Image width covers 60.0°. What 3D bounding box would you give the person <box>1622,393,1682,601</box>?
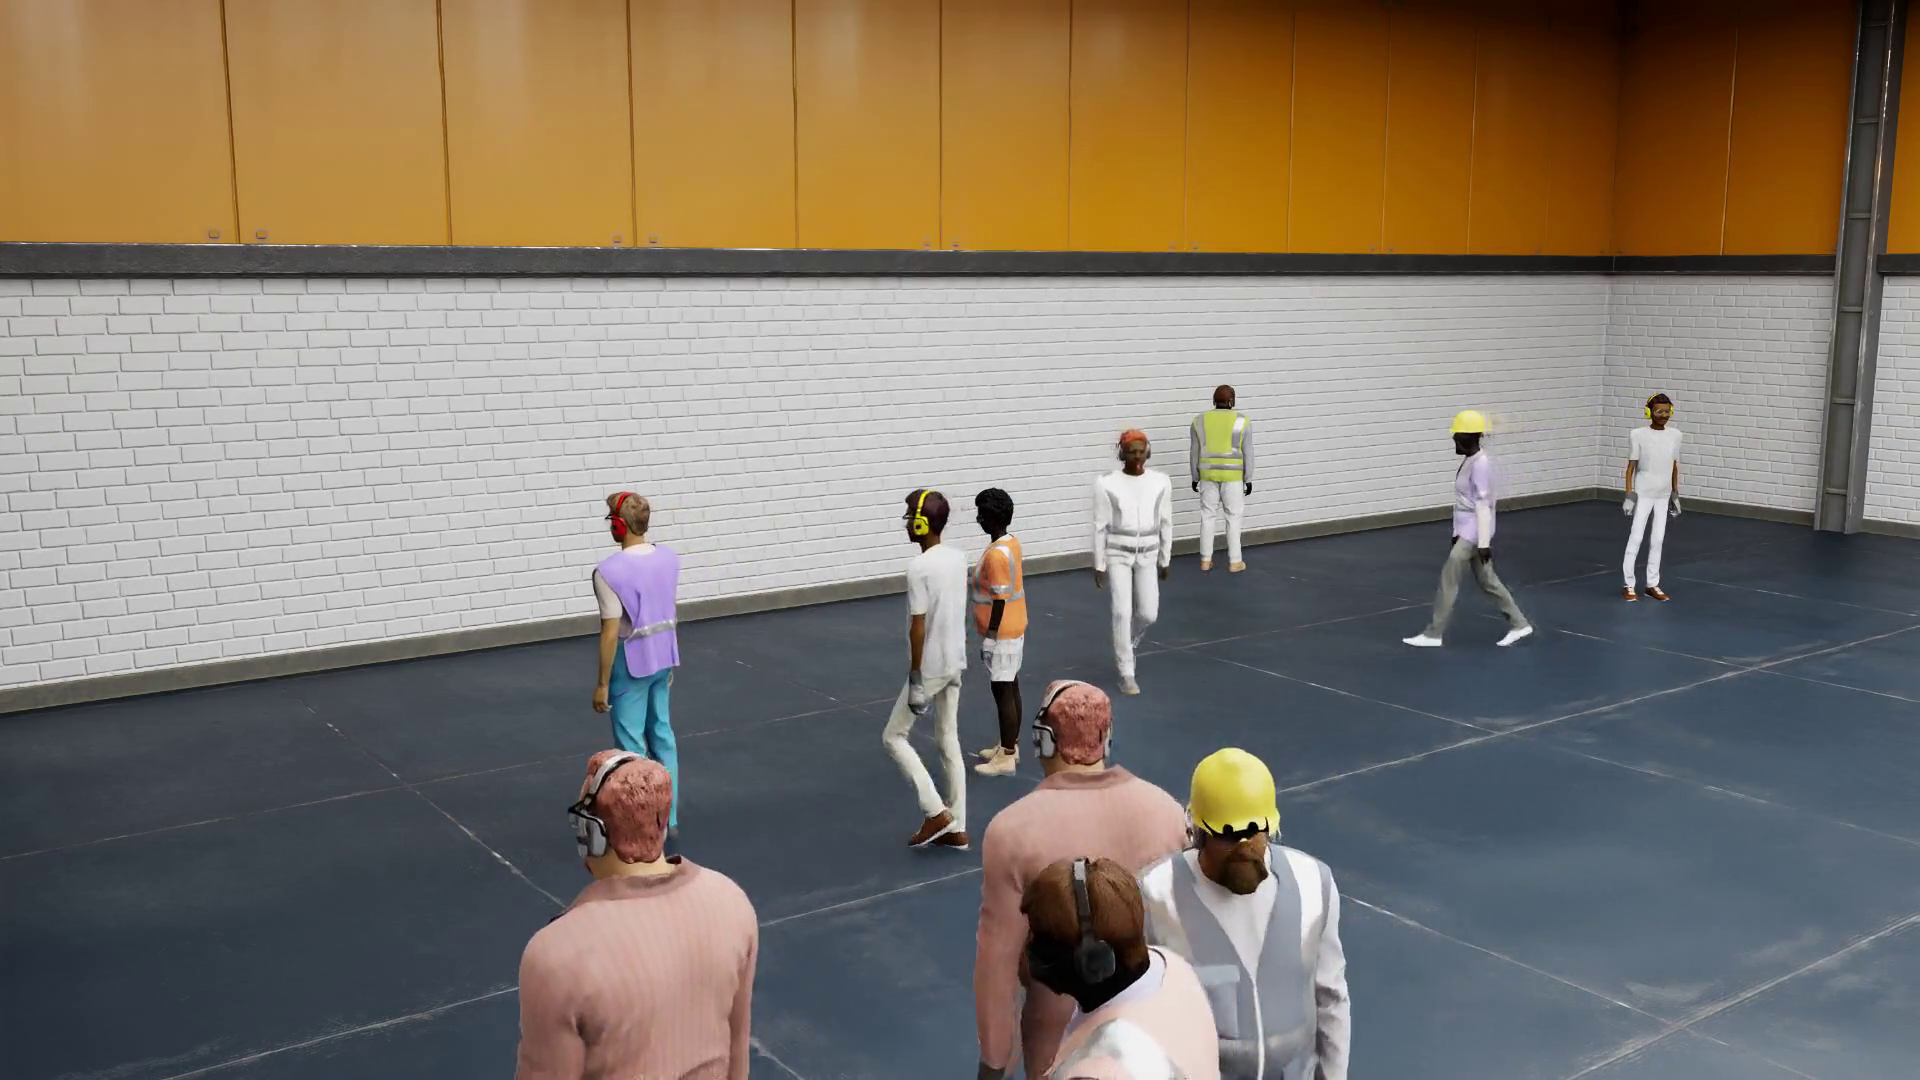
[{"bbox_3d":[6.191,-0.380,14.861,0.533,1.868,0.310,-1,9,-7],"label":"person"}]

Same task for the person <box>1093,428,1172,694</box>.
[{"bbox_3d":[1.196,0.127,11.750,0.586,1.869,0.581,-2,9,-10],"label":"person"}]

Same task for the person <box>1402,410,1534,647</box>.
[{"bbox_3d":[4.042,-0.079,12.979,0.980,1.885,0.603,2,9,13],"label":"person"}]

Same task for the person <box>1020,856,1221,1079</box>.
[{"bbox_3d":[0.267,1.514,3.395,0.849,1.796,0.656,2,10,15],"label":"person"}]

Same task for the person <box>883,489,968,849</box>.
[{"bbox_3d":[-0.141,0.668,8.432,0.442,1.858,0.499,7,11,36],"label":"person"}]

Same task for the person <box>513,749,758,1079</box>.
[{"bbox_3d":[-0.709,1.408,3.765,0.549,1.886,0.661,7,12,37],"label":"person"}]

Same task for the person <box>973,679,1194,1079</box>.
[{"bbox_3d":[0.389,1.325,4.474,0.664,1.844,1.026,-5,10,-27],"label":"person"}]

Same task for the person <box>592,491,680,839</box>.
[{"bbox_3d":[-1.623,0.670,8.454,0.377,1.842,0.569,5,11,29],"label":"person"}]

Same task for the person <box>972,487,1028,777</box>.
[{"bbox_3d":[0.229,0.535,9.748,0.321,1.694,0.529,2,9,10],"label":"person"}]

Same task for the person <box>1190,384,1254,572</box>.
[{"bbox_3d":[2.577,-0.607,16.347,0.634,1.839,0.429,4,10,21],"label":"person"}]

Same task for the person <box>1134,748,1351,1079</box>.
[{"bbox_3d":[0.681,1.364,4.333,0.594,1.796,0.845,-2,9,-12],"label":"person"}]
